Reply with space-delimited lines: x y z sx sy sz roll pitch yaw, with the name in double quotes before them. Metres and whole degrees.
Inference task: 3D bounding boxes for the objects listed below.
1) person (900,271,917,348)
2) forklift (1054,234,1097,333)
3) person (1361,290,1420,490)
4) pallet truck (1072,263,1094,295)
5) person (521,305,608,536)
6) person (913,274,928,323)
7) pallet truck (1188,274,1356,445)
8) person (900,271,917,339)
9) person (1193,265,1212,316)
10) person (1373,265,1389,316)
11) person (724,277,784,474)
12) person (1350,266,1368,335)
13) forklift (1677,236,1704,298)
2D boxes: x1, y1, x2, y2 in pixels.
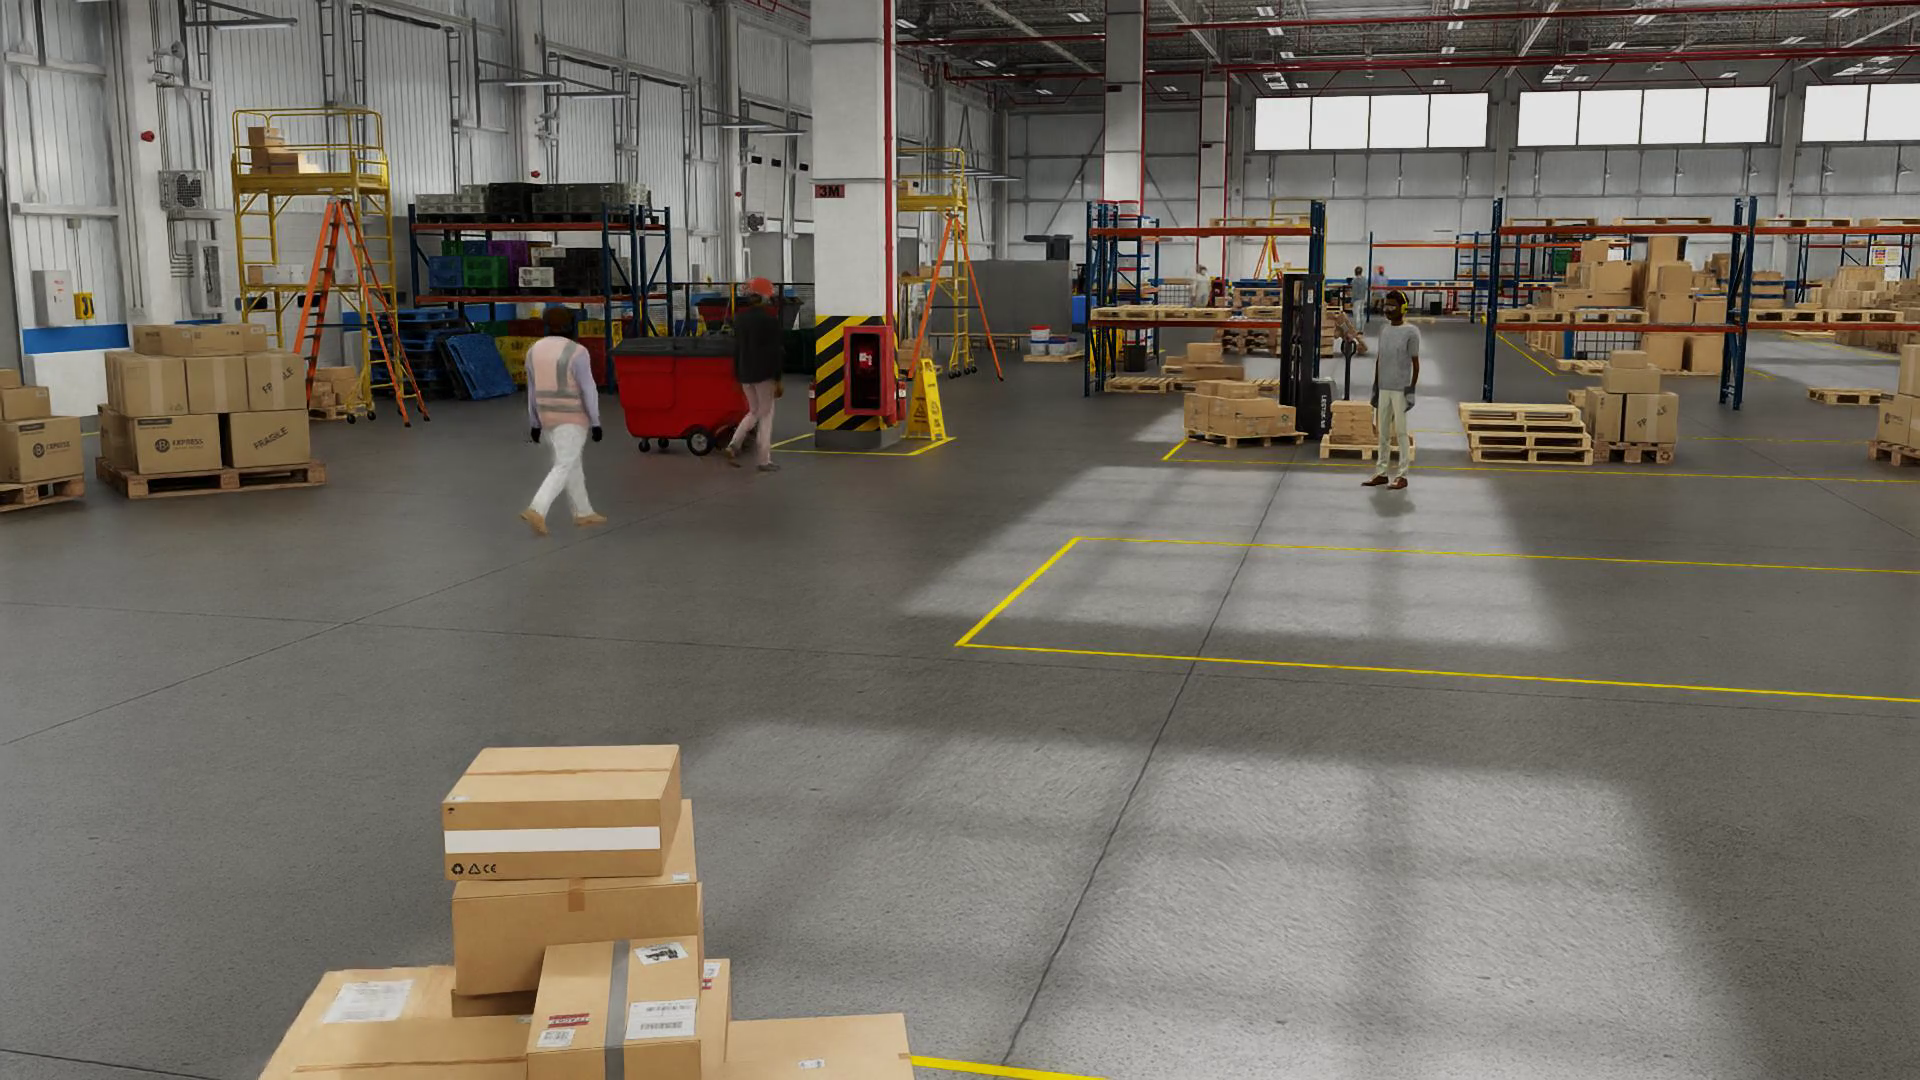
"person" -1.292 -5.562 40.193 0.514 1.844 0.328 0 10 -2
"forklift" 2.934 -7.338 47.610 1.873 2.768 1.129 2 10 14
"person" 4.075 -1.407 15.655 0.329 1.873 0.514 -7 12 -35
"pallet truck" 4.325 -8.180 55.162 0.823 1.965 1.885 6 11 31
"person" -3.163 -0.947 13.151 0.628 1.814 0.904 7 12 36
"person" -1.329 -8.096 55.723 0.514 1.640 0.309 3 10 15
"pallet truck" 3.653 -2.138 19.590 1.885 1.965 0.823 -4 10 -20
"person" -1.276 -5.323 38.737 0.590 1.861 0.616 2 10 13
"person" 8.132 -8.278 55.993 0.632 1.921 0.702 -2 10 -9
"person" 15.786 -9.369 62.428 0.594 1.911 0.648 0 10 2
"person" -2.044 -1.640 16.706 0.614 1.982 0.515 8 13 40
"person" 11.138 -6.688 46.554 0.372 1.940 0.632 9 13 44
"forklift" 21.477 -7.798 50.317 1.129 2.768 1.873 -4 10 -23
